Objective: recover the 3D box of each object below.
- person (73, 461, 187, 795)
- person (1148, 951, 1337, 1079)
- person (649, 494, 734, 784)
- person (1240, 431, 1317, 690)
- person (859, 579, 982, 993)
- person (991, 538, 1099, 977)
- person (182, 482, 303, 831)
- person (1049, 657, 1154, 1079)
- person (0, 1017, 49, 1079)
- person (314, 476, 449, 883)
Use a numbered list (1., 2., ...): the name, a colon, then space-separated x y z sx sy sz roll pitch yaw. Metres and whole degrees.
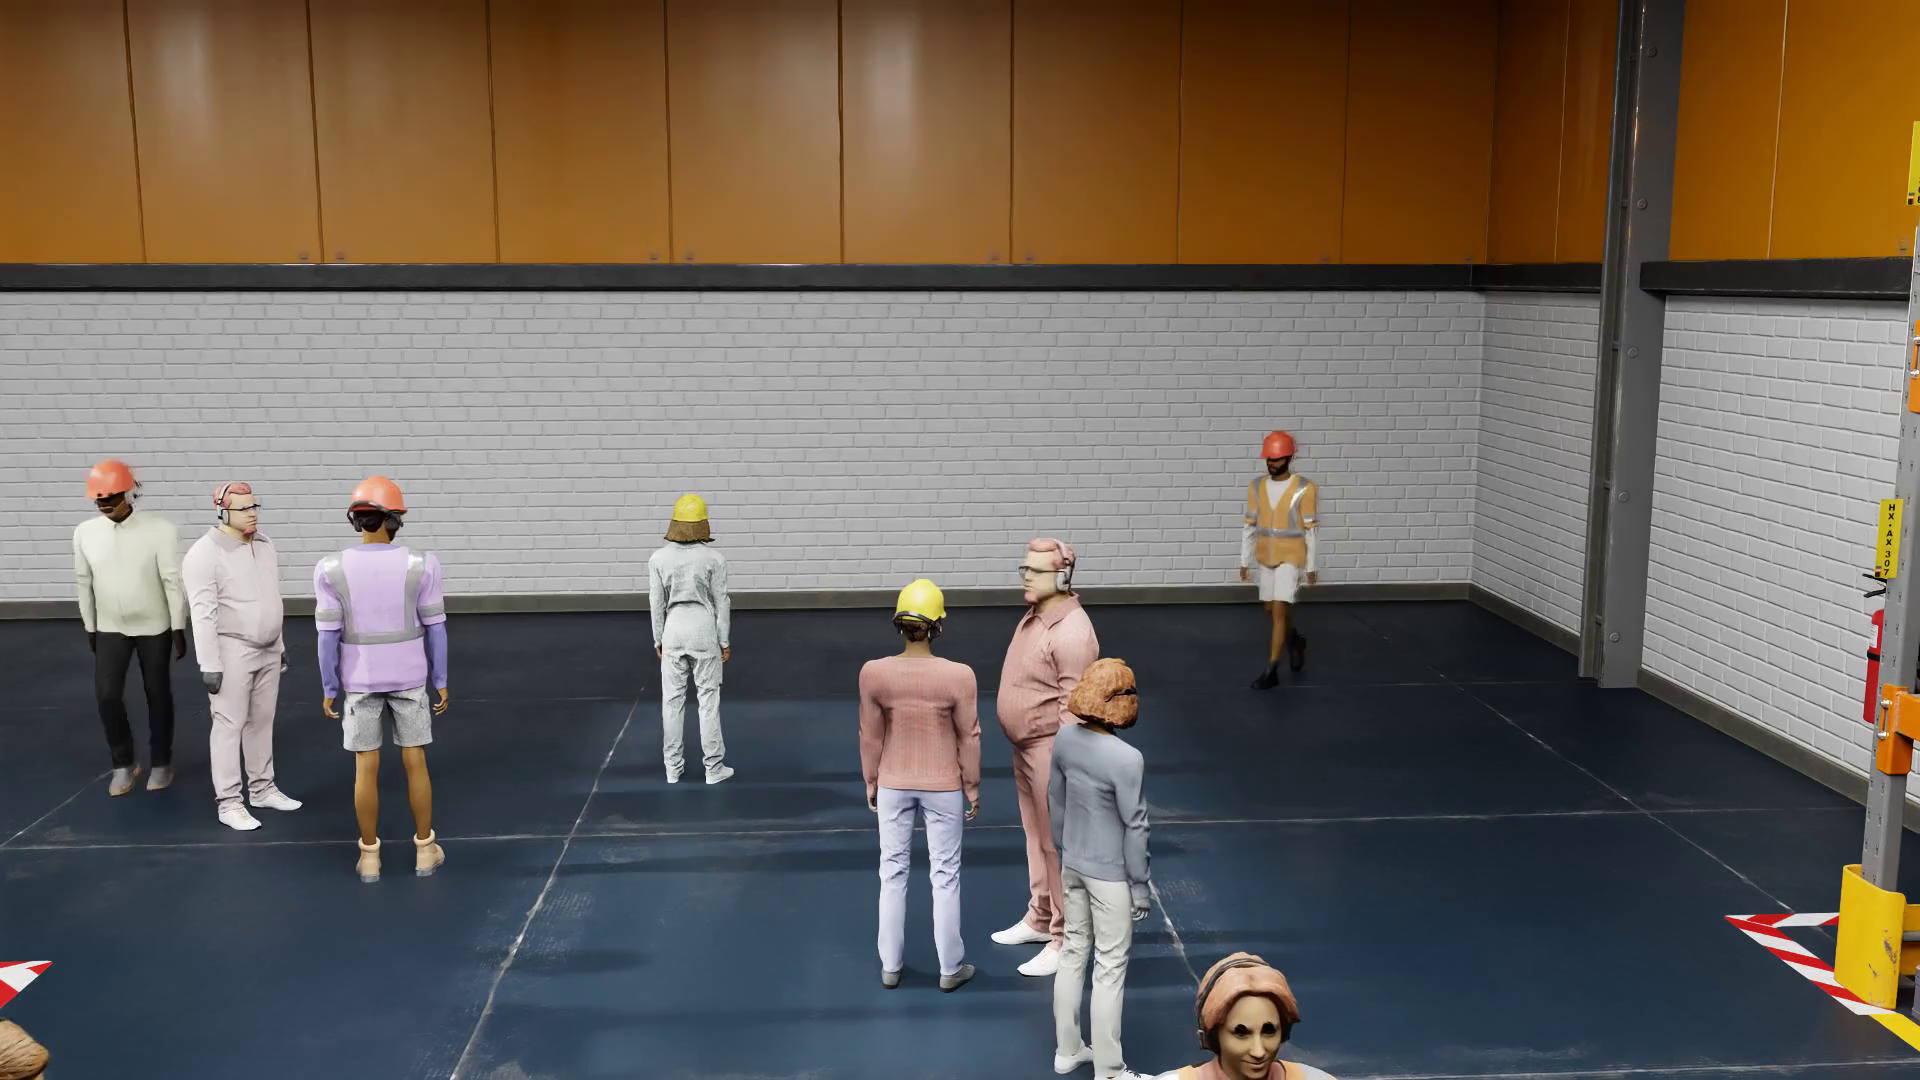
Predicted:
1. person: -4.825 0.518 9.706 0.633 1.968 0.583 -2 9 -12
2. person: 0.578 1.662 3.529 0.514 1.642 0.310 -2 9 -12
3. person: -1.597 0.591 9.937 0.490 1.744 0.295 1 9 8
4. person: 2.420 0.119 12.424 0.552 1.908 0.880 7 11 38
5. person: -0.165 1.041 7.041 0.525 1.769 0.310 2 9 11
6. person: 0.363 0.933 7.275 0.410 1.911 0.642 -2 9 -15
7. person: -3.945 0.627 9.200 0.409 1.907 0.649 2 9 14
8. person: 0.528 1.240 6.202 0.265 1.632 0.508 -6 11 -34
9. person: -1.615 1.680 2.786 0.339 1.842 0.507 -2 9 -12
10. person: -2.892 0.695 8.367 0.614 2.034 0.392 -3 9 -16
